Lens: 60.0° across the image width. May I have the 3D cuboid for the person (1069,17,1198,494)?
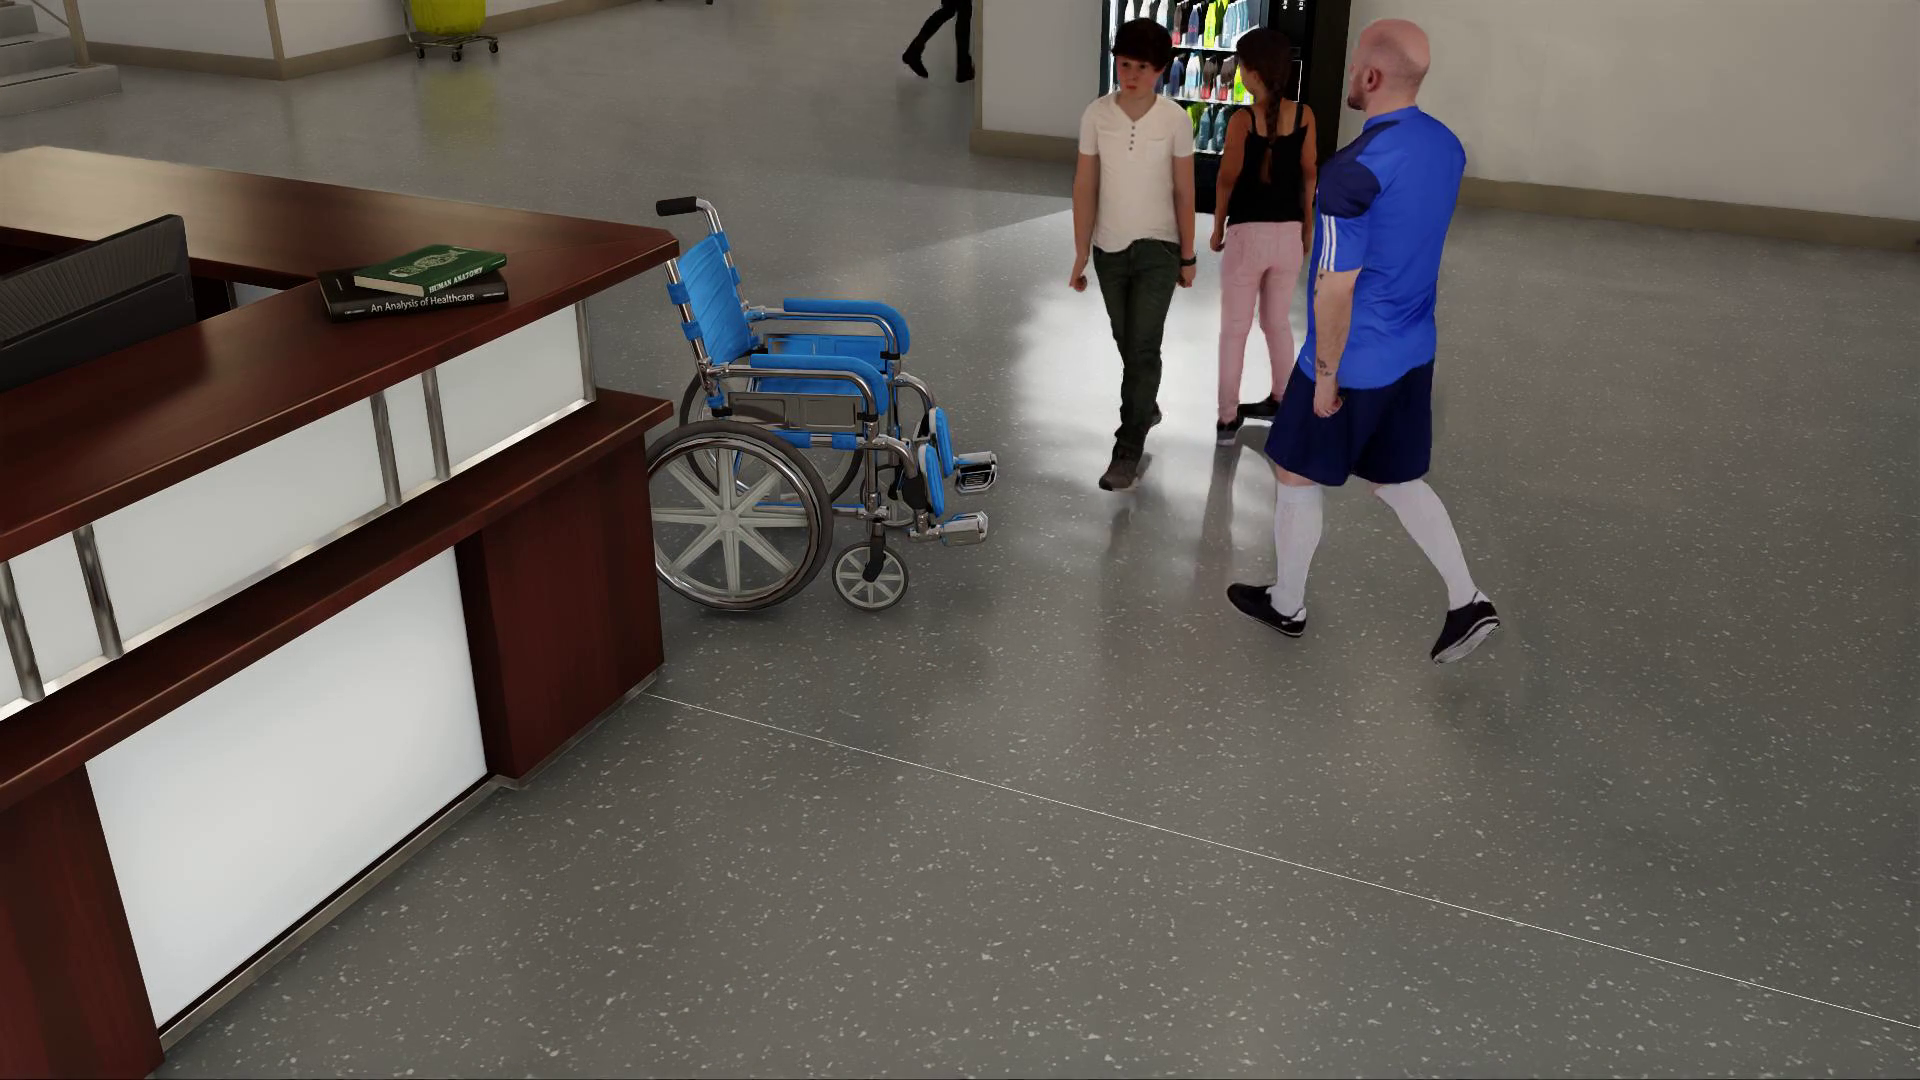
[{"bbox_3d":[0.646,-1.028,5.965,1.024,1.605,0.634,11,28,21],"label":"person"}]

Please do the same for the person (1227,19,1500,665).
[{"bbox_3d":[1.178,-0.475,4.572,0.991,1.819,1.210,-19,32,-34],"label":"person"}]

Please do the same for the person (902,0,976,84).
[{"bbox_3d":[-0.153,-4.414,12.772,1.027,1.792,0.994,-11,28,-21],"label":"person"}]

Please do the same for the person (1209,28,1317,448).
[{"bbox_3d":[1.100,-1.078,6.134,0.708,1.548,0.772,-3,26,-5],"label":"person"}]
